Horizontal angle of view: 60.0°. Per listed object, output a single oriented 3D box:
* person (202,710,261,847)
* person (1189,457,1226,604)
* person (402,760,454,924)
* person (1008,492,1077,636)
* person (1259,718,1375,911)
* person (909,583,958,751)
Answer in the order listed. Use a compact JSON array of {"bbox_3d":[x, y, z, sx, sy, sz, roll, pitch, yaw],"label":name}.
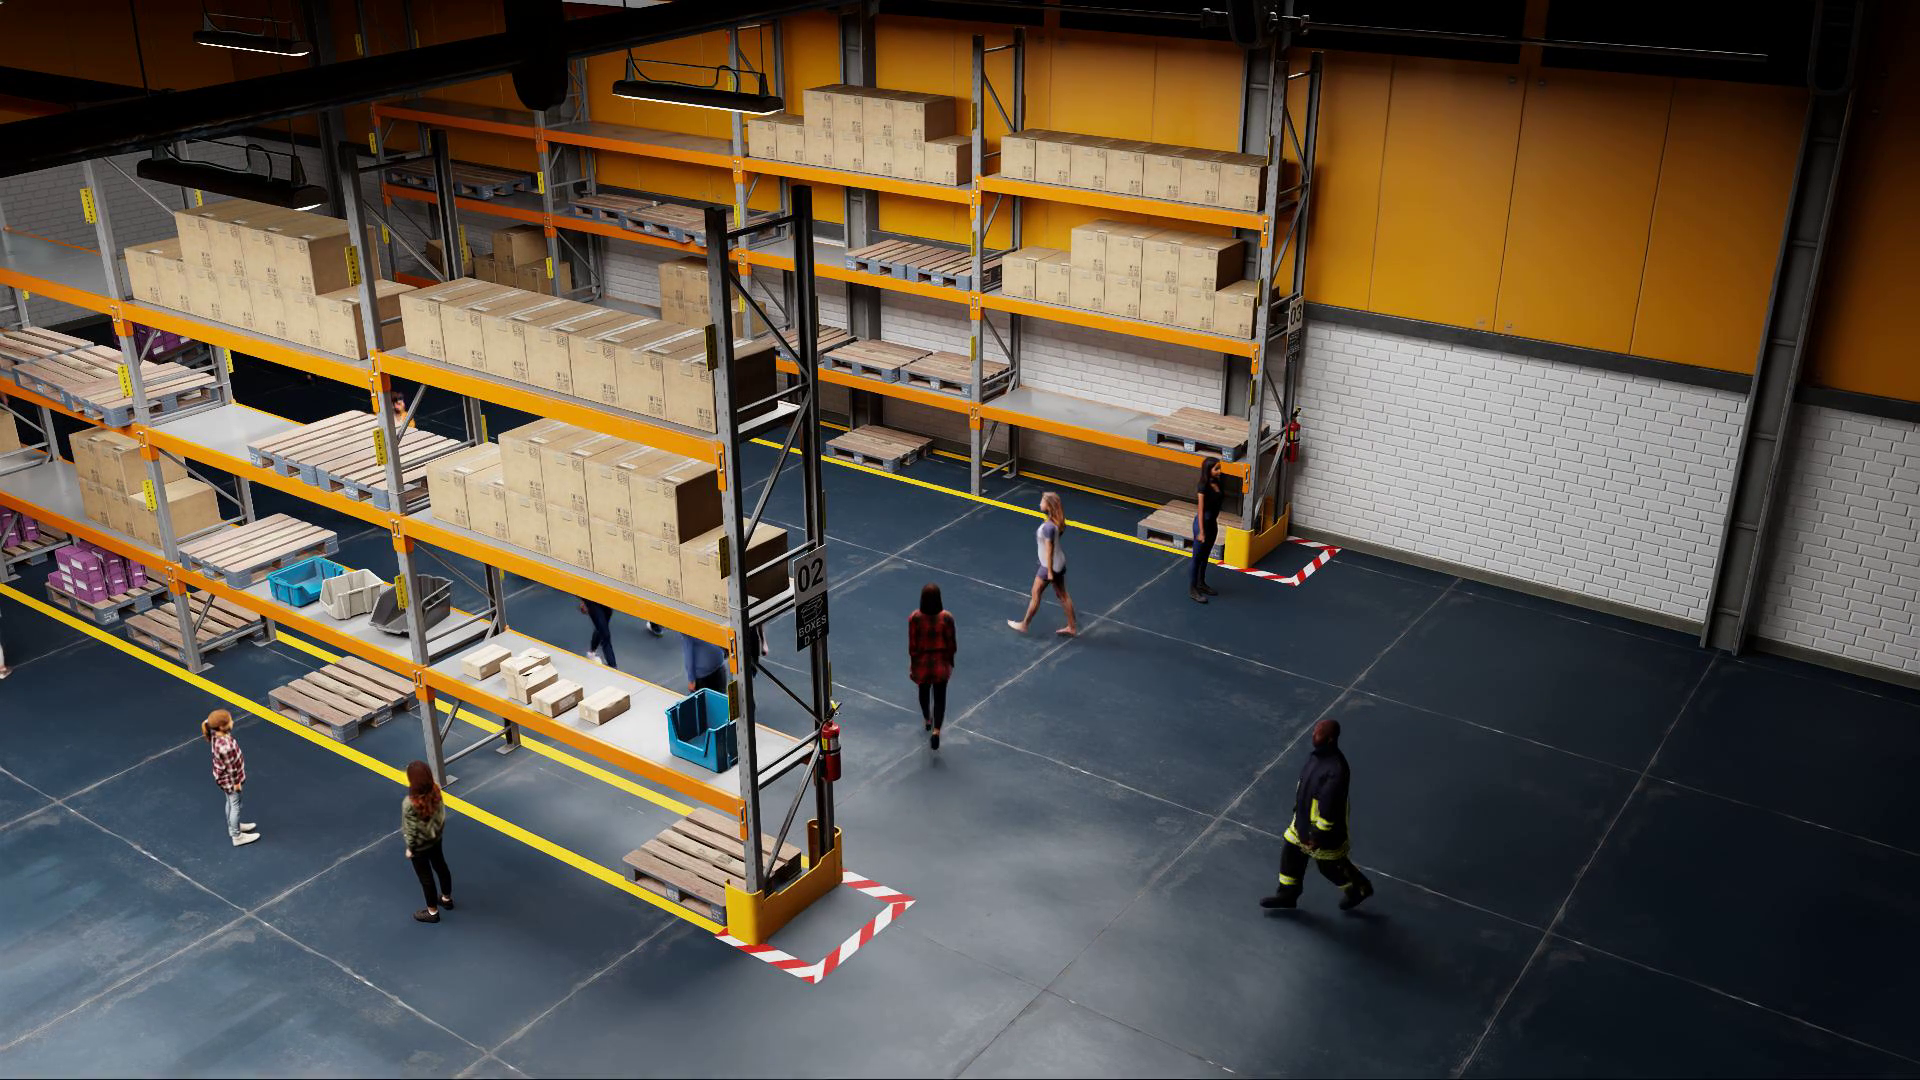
[{"bbox_3d":[-6.472,2.082,14.710,0.645,1.305,0.535,-16,28,-32],"label":"person"},{"bbox_3d":[2.842,-0.153,19.282,0.530,1.739,0.568,17,29,33],"label":"person"},{"bbox_3d":[-4.384,2.450,13.654,0.582,1.476,0.622,9,25,20],"label":"person"},{"bbox_3d":[1.100,0.297,18.311,1.049,1.691,0.756,8,25,19],"label":"person"},{"bbox_3d":[3.041,2.281,13.645,1.246,1.793,1.223,-6,24,-13],"label":"person"},{"bbox_3d":[-0.276,1.246,16.158,1.103,1.676,1.047,1,24,2],"label":"person"}]
